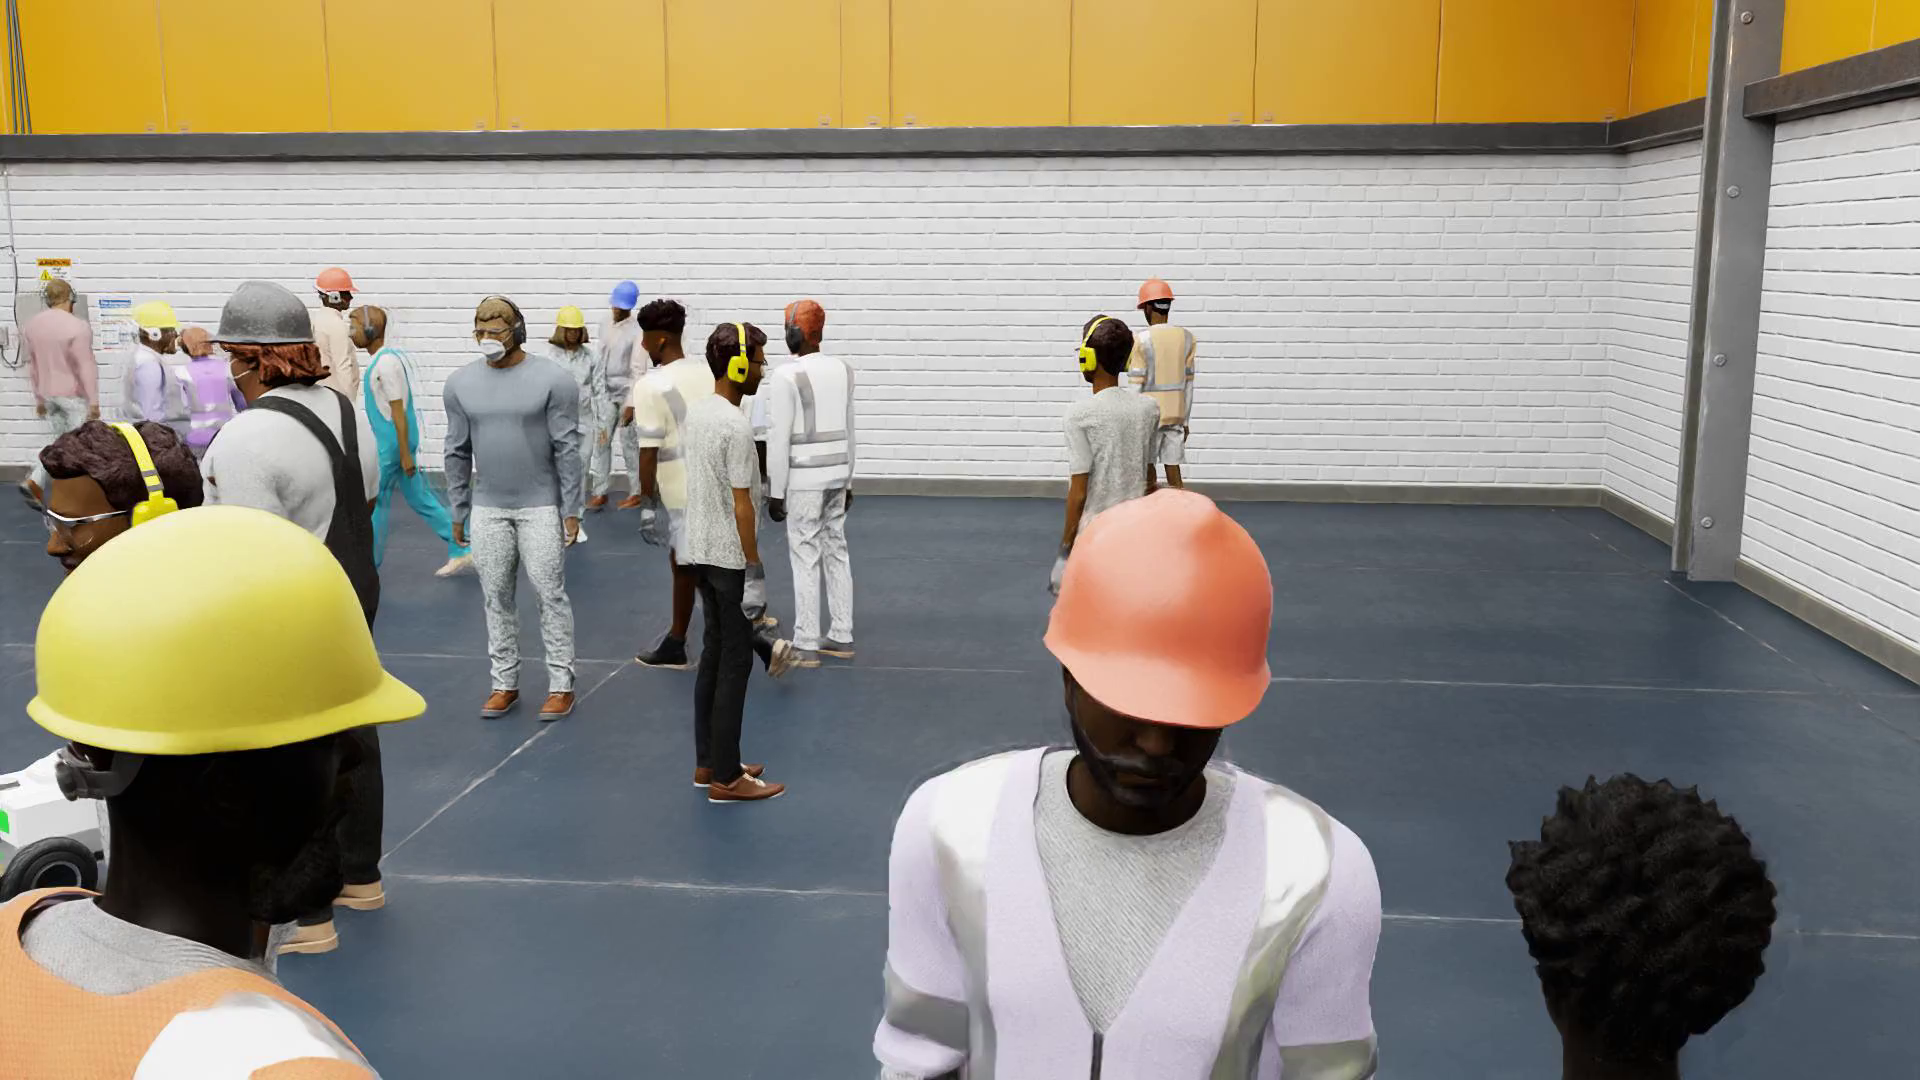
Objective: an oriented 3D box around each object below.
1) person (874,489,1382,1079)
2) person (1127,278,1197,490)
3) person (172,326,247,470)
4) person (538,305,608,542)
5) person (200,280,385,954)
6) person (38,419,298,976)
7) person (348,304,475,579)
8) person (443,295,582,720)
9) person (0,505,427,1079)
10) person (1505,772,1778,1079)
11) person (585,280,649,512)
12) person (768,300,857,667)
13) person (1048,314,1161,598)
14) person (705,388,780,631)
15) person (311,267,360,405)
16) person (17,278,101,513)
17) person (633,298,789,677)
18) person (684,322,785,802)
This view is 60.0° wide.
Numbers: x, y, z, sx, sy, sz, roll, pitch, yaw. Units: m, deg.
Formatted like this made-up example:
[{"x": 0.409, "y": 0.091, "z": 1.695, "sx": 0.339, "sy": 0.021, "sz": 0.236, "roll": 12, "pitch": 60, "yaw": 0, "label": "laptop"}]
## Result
[{"x": 0.210, "y": 0.848, "z": 2.019, "sx": 0.564, "sy": 1.899, "sz": 0.709, "roll": 3, "pitch": 10, "yaw": 18, "label": "person"}, {"x": 1.363, "y": -0.843, "z": 11.556, "sx": 0.542, "sy": 1.930, "sz": 0.366, "roll": -5, "pitch": 11, "yaw": -27, "label": "person"}, {"x": -5.130, "y": -0.672, "z": 11.486, "sx": 0.560, "sy": 1.614, "sz": 0.521, "roll": 9, "pitch": 14, "yaw": 43, "label": "person"}, {"x": -2.801, "y": -0.834, "z": 12.057, "sx": 0.508, "sy": 1.724, "sz": 0.415, "roll": -6, "pitch": 12, "yaw": -31, "label": "person"}, {"x": -2.073, "y": 0.233, "z": 5.076, "sx": 0.536, "sy": 2.000, "sz": 0.683, "roll": 2, "pitch": 10, "yaw": 9, "label": "person"}, {"x": -1.297, "y": 0.722, "z": 2.812, "sx": 0.510, "sy": 1.861, "sz": 0.324, "roll": 9, "pitch": 13, "yaw": 42, "label": "person"}, {"x": -3.566, "y": -0.607, "z": 10.629, "sx": 0.933, "sy": 1.799, "sz": 0.510, "roll": -3, "pitch": 10, "yaw": -16, "label": "person"}, {"x": -2.023, "y": -0.140, "z": 7.548, "sx": 0.635, "sy": 1.928, "sz": 0.381, "roll": 1, "pitch": 10, "yaw": 5, "label": "person"}, {"x": -0.613, "y": 0.925, "z": 1.444, "sx": 0.594, "sy": 1.924, "sz": 0.381, "roll": 8, "pitch": 12, "yaw": 37, "label": "person"}, {"x": 0.574, "y": 1.033, "z": 1.567, "sx": 0.501, "sy": 1.666, "sz": 0.678, "roll": 2, "pitch": 10, "yaw": 9, "label": "person"}, {"x": -2.755, "y": -1.142, "z": 13.390, "sx": 0.681, "sy": 1.883, "sz": 0.695, "roll": 6, "pitch": 12, "yaw": 32, "label": "person"}, {"x": -0.758, "y": -0.289, "z": 8.572, "sx": 0.382, "sy": 1.874, "sz": 0.573, "roll": 8, "pitch": 13, "yaw": 38, "label": "person"}, {"x": 0.574, "y": 0.037, "z": 6.683, "sx": 0.521, "sy": 1.874, "sz": 0.328, "roll": -8, "pitch": 13, "yaw": -38, "label": "person"}, {"x": -1.267, "y": -0.326, "z": 9.261, "sx": 0.536, "sy": 1.696, "sz": 0.321, "roll": 7, "pitch": 12, "yaw": 35, "label": "person"}, {"x": -4.686, "y": -1.049, "z": 12.549, "sx": 0.394, "sy": 1.992, "sz": 0.622, "roll": -8, "pitch": 13, "yaw": -39, "label": "person"}, {"x": -7.105, "y": -1.101, "z": 13.107, "sx": 0.685, "sy": 1.905, "sz": 0.567, "roll": 4, "pitch": 11, "yaw": 22, "label": "person"}, {"x": -1.241, "y": -0.230, "z": 8.168, "sx": 0.951, "sy": 1.907, "sz": 0.623, "roll": 6, "pitch": 11, "yaw": 30, "label": "person"}, {"x": -0.879, "y": 0.093, "z": 6.426, "sx": 0.347, "sy": 1.857, "sz": 0.526, "roll": -6, "pitch": 11, "yaw": -30, "label": "person"}]
